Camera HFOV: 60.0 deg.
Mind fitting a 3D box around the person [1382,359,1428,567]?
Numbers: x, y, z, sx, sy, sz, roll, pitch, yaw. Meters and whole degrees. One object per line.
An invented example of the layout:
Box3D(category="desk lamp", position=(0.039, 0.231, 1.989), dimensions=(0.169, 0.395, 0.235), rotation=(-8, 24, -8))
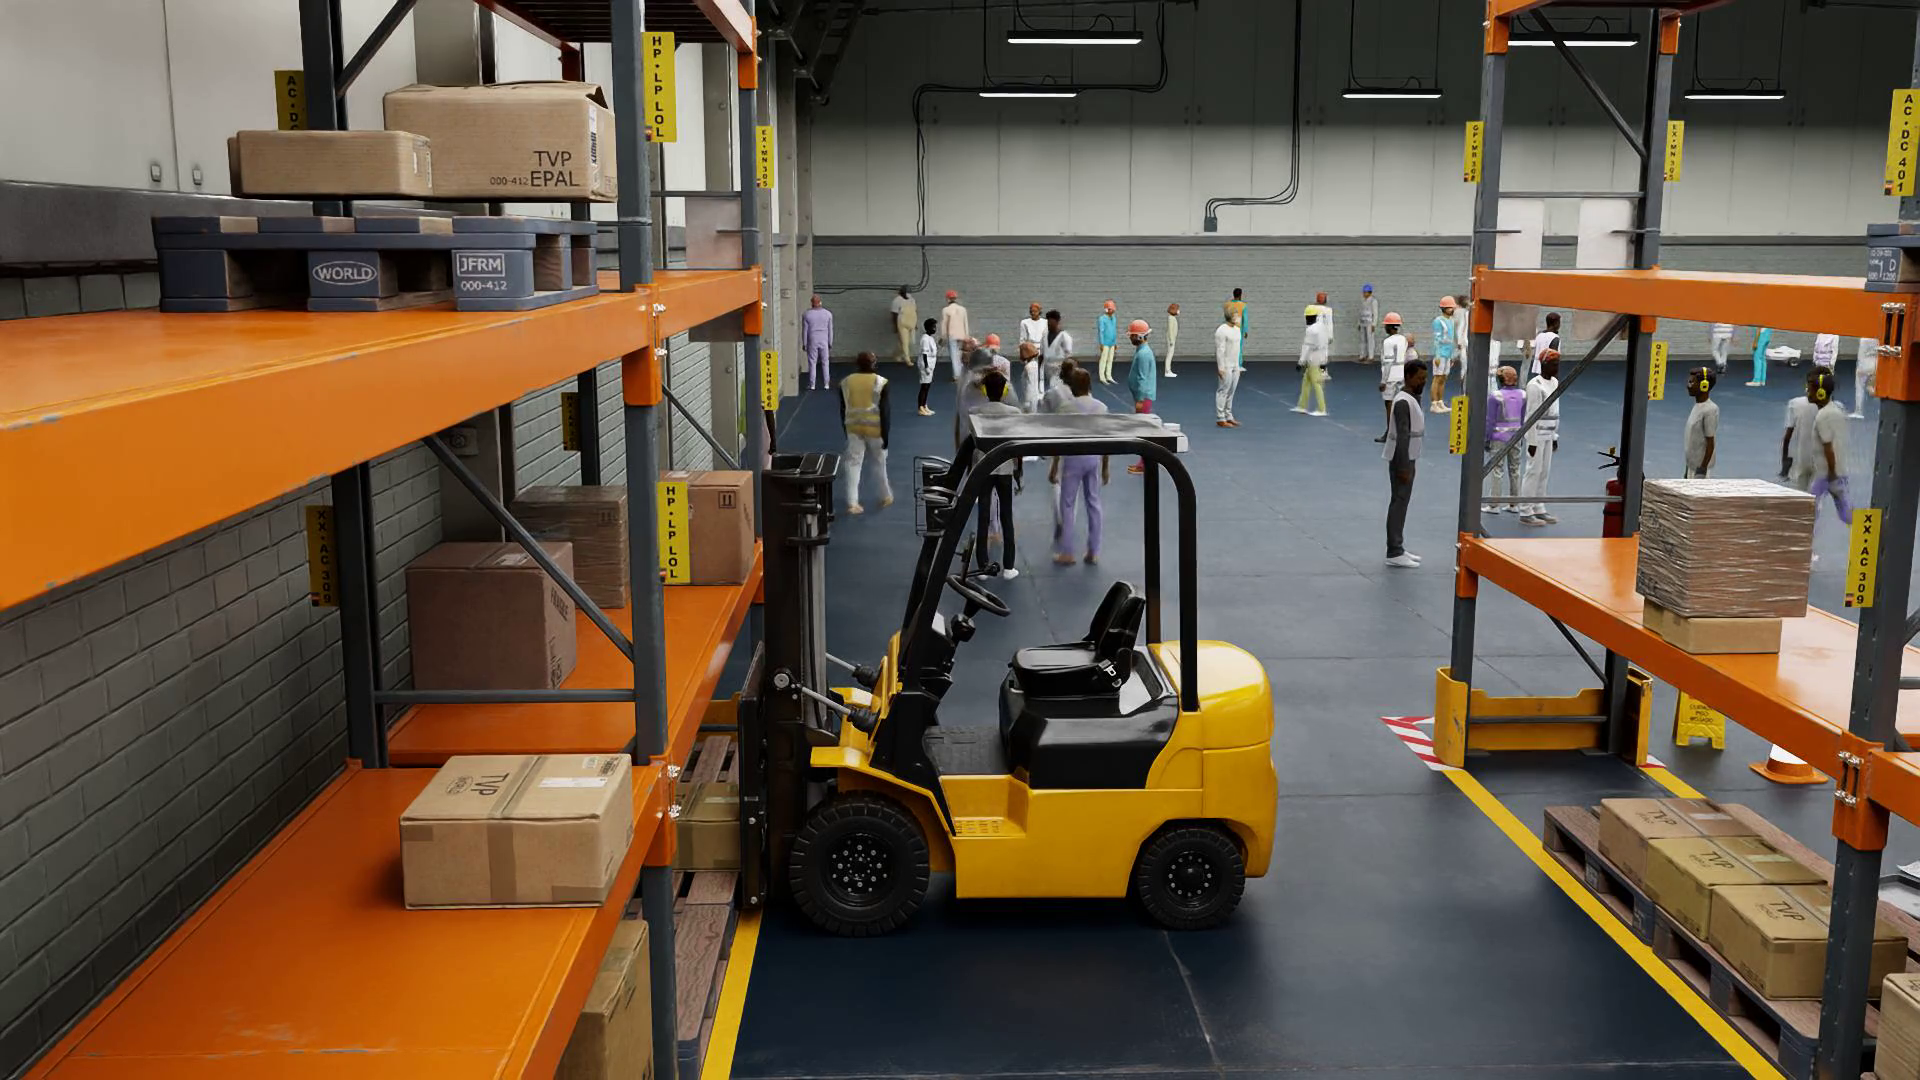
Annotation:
Box3D(category="person", position=(4.119, -0.719, 15.423), dimensions=(0.392, 1.914, 0.587), rotation=(4, 11, 20))

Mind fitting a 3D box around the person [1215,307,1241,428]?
Box3D(category="person", position=(4.341, -2.780, 26.830), dimensions=(0.362, 1.938, 0.635), rotation=(8, 13, 36))

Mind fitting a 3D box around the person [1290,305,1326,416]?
Box3D(category="person", position=(5.982, -3.084, 28.631), dimensions=(0.829, 1.894, 0.602), rotation=(6, 12, 32))

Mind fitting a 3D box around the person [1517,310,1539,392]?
Box3D(category="person", position=(11.008, -3.711, 32.277), dimensions=(0.373, 1.843, 0.572), rotation=(4, 11, 19))

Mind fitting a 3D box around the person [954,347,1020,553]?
Box3D(category="person", position=(0.188, -0.897, 16.058), dimensions=(0.726, 2.000, 1.042), rotation=(8, 13, 39))

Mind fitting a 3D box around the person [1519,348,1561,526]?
Box3D(category="person", position=(6.136, -1.081, 17.551), dimensions=(0.361, 1.879, 0.582), rotation=(9, 14, 41))

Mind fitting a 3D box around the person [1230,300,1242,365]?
Box3D(category="person", position=(6.441, -4.839, 39.169), dimensions=(0.511, 1.630, 0.315), rotation=(-5, 11, -26))

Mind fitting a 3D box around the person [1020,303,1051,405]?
Box3D(category="person", position=(1.378, -3.394, 30.413), dimensions=(0.575, 1.881, 0.356), rotation=(0, 10, 1))

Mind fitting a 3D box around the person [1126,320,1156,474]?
Box3D(category="person", position=(2.330, -1.847, 21.524), dimensions=(0.406, 1.987, 0.608), rotation=(1, 10, 4))

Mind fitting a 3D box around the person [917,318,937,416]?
Box3D(category="person", position=(-0.558, -2.969, 28.611), dimensions=(0.333, 1.686, 0.532), rotation=(2, 10, 12))

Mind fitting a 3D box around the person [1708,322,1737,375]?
Box3D(category="person", position=(17.063, -4.582, 37.209), dimensions=(0.603, 1.813, 0.462), rotation=(0, 10, -1))

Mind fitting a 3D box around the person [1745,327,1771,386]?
Box3D(category="person", position=(16.620, -4.108, 34.533), dimensions=(0.516, 1.835, 0.357), rotation=(-10, 14, -43))

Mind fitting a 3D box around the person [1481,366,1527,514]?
Box3D(category="person", position=(6.000, -1.095, 18.306), dimensions=(0.514, 1.632, 0.312), rotation=(-4, 11, -19))

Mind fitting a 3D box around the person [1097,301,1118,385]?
Box3D(category="person", position=(3.118, -4.149, 34.965), dimensions=(0.320, 1.755, 0.563), rotation=(8, 13, 39))

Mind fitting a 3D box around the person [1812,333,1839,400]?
Box3D(category="person", position=(15.398, -3.131, 29.618), dimensions=(0.308, 1.641, 0.514), rotation=(-2, 10, -13))

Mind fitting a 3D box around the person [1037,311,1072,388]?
Box3D(category="person", position=(1.454, -2.655, 26.226), dimensions=(1.028, 1.909, 0.614), rotation=(-8, 13, -39))

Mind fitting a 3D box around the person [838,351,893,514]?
Box3D(category="person", position=(-1.041, -1.204, 18.504), dimensions=(0.629, 1.783, 0.980), rotation=(3, 11, 15))

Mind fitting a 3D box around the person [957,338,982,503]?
Box3D(category="person", position=(0.162, -1.384, 19.192), dimensions=(0.394, 1.899, 0.650), rotation=(-5, 11, -26))

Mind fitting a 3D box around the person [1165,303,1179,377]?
Box3D(category="person", position=(4.710, -4.434, 36.924), dimensions=(0.279, 1.627, 0.498), rotation=(2, 10, 11))

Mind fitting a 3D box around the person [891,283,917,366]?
Box3D(category="person", position=(-1.343, -5.206, 40.061), dimensions=(0.742, 2.000, 0.689), rotation=(-10, 14, -43))

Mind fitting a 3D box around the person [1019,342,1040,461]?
Box3D(category="person", position=(0.945, -1.891, 22.728), dimensions=(0.279, 1.633, 0.498), rotation=(2, 10, 9))

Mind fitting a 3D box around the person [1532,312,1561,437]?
Box3D(category="person", position=(9.001, -2.531, 25.531), dimensions=(0.397, 1.911, 0.588), rotation=(-1, 10, -5))

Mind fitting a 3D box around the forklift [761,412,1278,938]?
Box3D(category="forklift", position=(0.291, 0.548, 7.580), dimensions=(2.313, 2.155, 1.214), rotation=(0, 10, -2))

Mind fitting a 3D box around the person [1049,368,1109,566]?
Box3D(category="person", position=(1.101, -0.666, 15.366), dimensions=(0.606, 1.837, 0.383), rotation=(-6, 12, -30))

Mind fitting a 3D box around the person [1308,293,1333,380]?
Box3D(category="person", position=(7.842, -4.426, 36.161), dimensions=(0.574, 1.882, 0.356), rotation=(8, 13, 39))

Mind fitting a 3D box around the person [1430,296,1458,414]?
Box3D(category="person", position=(8.457, -3.226, 29.020), dimensions=(0.387, 2.045, 0.605), rotation=(9, 13, 41))

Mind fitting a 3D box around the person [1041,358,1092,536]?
Box3D(category="person", position=(1.093, -0.956, 17.027), dimensions=(0.513, 1.818, 0.886), rotation=(0, 10, -2))

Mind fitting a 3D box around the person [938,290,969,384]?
Box3D(category="person", position=(-0.124, -4.297, 35.196), dimensions=(0.636, 1.961, 0.540), rotation=(-8, 13, -37))

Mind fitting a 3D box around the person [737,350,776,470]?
Box3D(category="person", position=(-2.159, -1.107, 17.809), dimensions=(0.389, 1.837, 0.560), rotation=(-8, 13, -38))

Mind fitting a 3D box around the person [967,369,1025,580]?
Box3D(category="person", position=(0.307, -0.574, 14.744), dimensions=(0.533, 1.866, 0.315), rotation=(0, 10, 2))

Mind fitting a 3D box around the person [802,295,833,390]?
Box3D(category="person", position=(-2.893, -3.989, 33.659), dimensions=(0.643, 1.908, 0.411), rotation=(-3, 11, -18))

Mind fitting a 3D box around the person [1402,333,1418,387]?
Box3D(category="person", position=(6.797, -2.341, 25.292), dimensions=(0.402, 1.606, 0.550), rotation=(-2, 10, -12))

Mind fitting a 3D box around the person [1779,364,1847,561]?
Box3D(category="person", position=(7.988, -0.709, 15.537), dimensions=(0.401, 1.850, 0.546), rotation=(-8, 13, -37))

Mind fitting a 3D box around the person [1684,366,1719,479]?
Box3D(category="person", position=(6.678, -0.641, 15.106), dimensions=(0.329, 1.872, 0.508), rotation=(2, 10, 11))

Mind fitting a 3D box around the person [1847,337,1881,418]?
Box3D(category="person", position=(15.429, -2.914, 28.182), dimensions=(0.489, 1.730, 0.496), rotation=(-6, 12, -29))

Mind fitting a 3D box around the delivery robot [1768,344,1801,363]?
Box3D(category="delivery robot", position=(19.670, -4.444, 39.695), dimensions=(0.707, 0.478, 0.477), rotation=(5, 11, 26))

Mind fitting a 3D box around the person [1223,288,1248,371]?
Box3D(category="person", position=(6.378, -4.867, 38.515), dimensions=(0.597, 1.916, 0.370), rotation=(7, 12, 34))

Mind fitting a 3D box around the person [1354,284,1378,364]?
Box3D(category="person", position=(9.992, -5.296, 40.818), dimensions=(0.400, 1.949, 0.605), rotation=(-5, 11, -24))

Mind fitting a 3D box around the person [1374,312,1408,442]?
Box3D(category="person", position=(6.422, -2.416, 24.805), dimensions=(0.360, 1.939, 0.543), rotation=(9, 13, 40))
